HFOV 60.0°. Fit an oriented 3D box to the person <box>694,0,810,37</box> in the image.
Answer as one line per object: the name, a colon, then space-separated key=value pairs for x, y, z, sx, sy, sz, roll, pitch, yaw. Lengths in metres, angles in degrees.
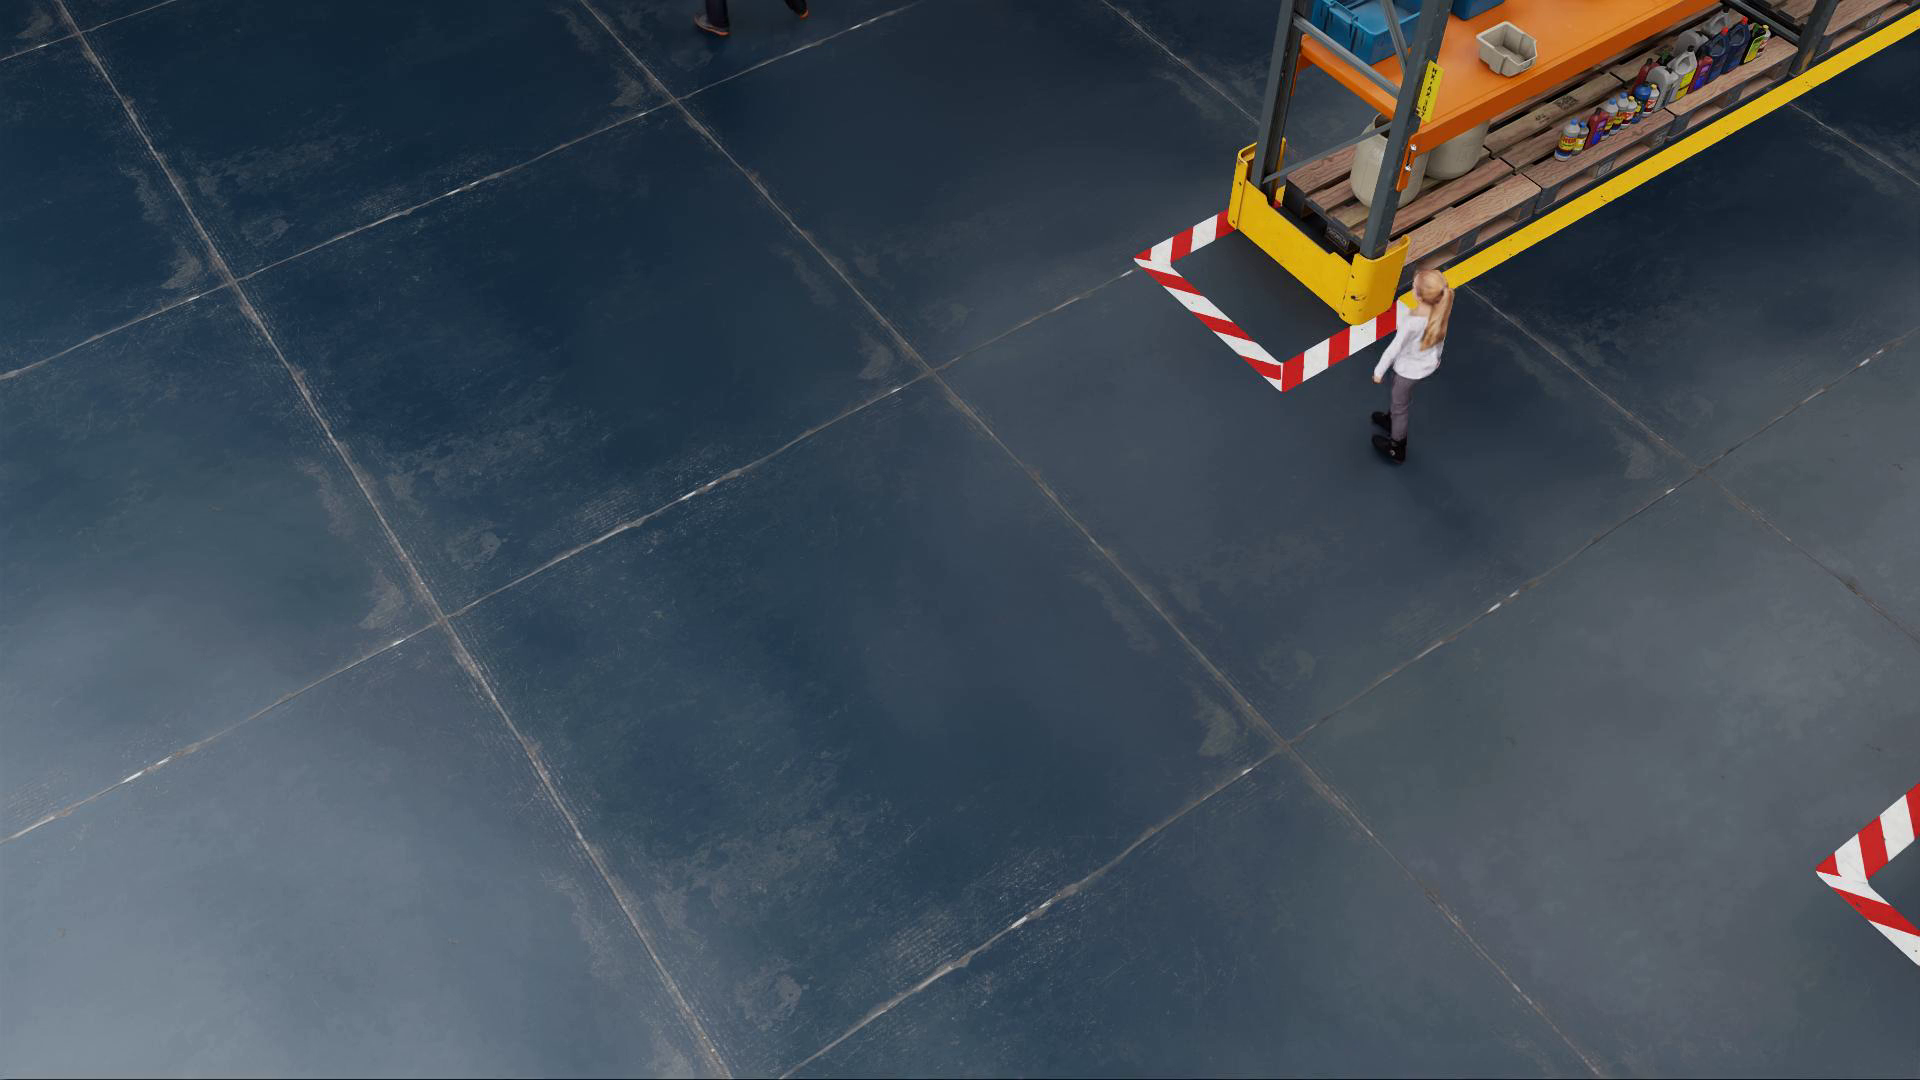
person: x=-1.520 y=-4.115 z=10.778 sx=0.665 sy=1.796 sz=0.948 roll=-30 pitch=58 yaw=-21

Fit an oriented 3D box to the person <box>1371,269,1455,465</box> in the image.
person: x=2.384 y=-0.865 z=8.596 sx=0.497 sy=1.266 sz=0.556 roll=-28 pitch=57 yaw=-20
